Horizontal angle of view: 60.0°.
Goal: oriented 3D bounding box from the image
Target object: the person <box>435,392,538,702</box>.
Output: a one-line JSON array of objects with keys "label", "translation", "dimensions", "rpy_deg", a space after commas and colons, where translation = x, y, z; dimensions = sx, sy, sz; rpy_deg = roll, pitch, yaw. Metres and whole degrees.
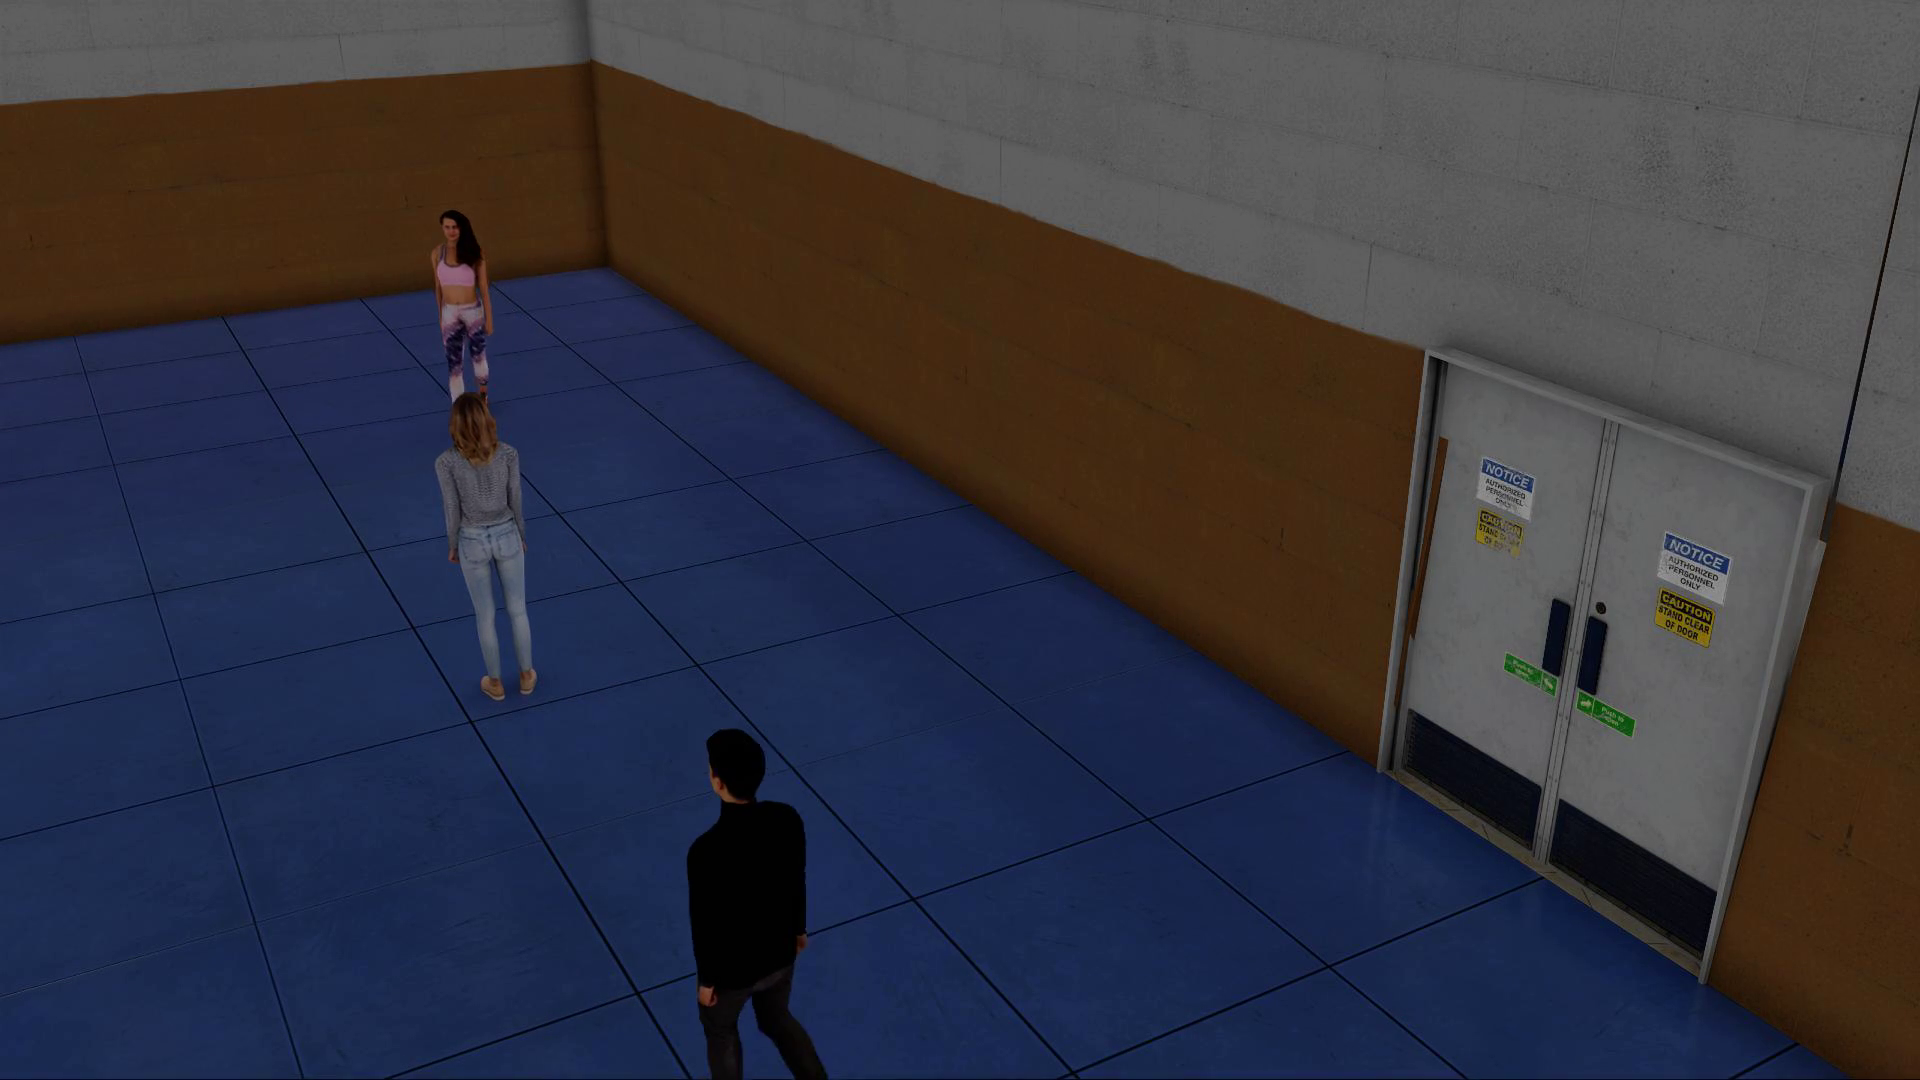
[{"label": "person", "translation": [-2.588, 0.039, 9.151], "dimensions": [0.486, 1.796, 0.674], "rpy_deg": [-9, 25, -20]}]

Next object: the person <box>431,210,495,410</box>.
[{"label": "person", "translation": [-3.974, -1.772, 13.398], "dimensions": [1.206, 1.708, 1.005], "rpy_deg": [-2, 24, -6]}]

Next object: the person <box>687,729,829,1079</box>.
[{"label": "person", "translation": [-0.711, 1.488, 5.954], "dimensions": [0.970, 1.703, 0.847], "rpy_deg": [-21, 31, -39]}]
